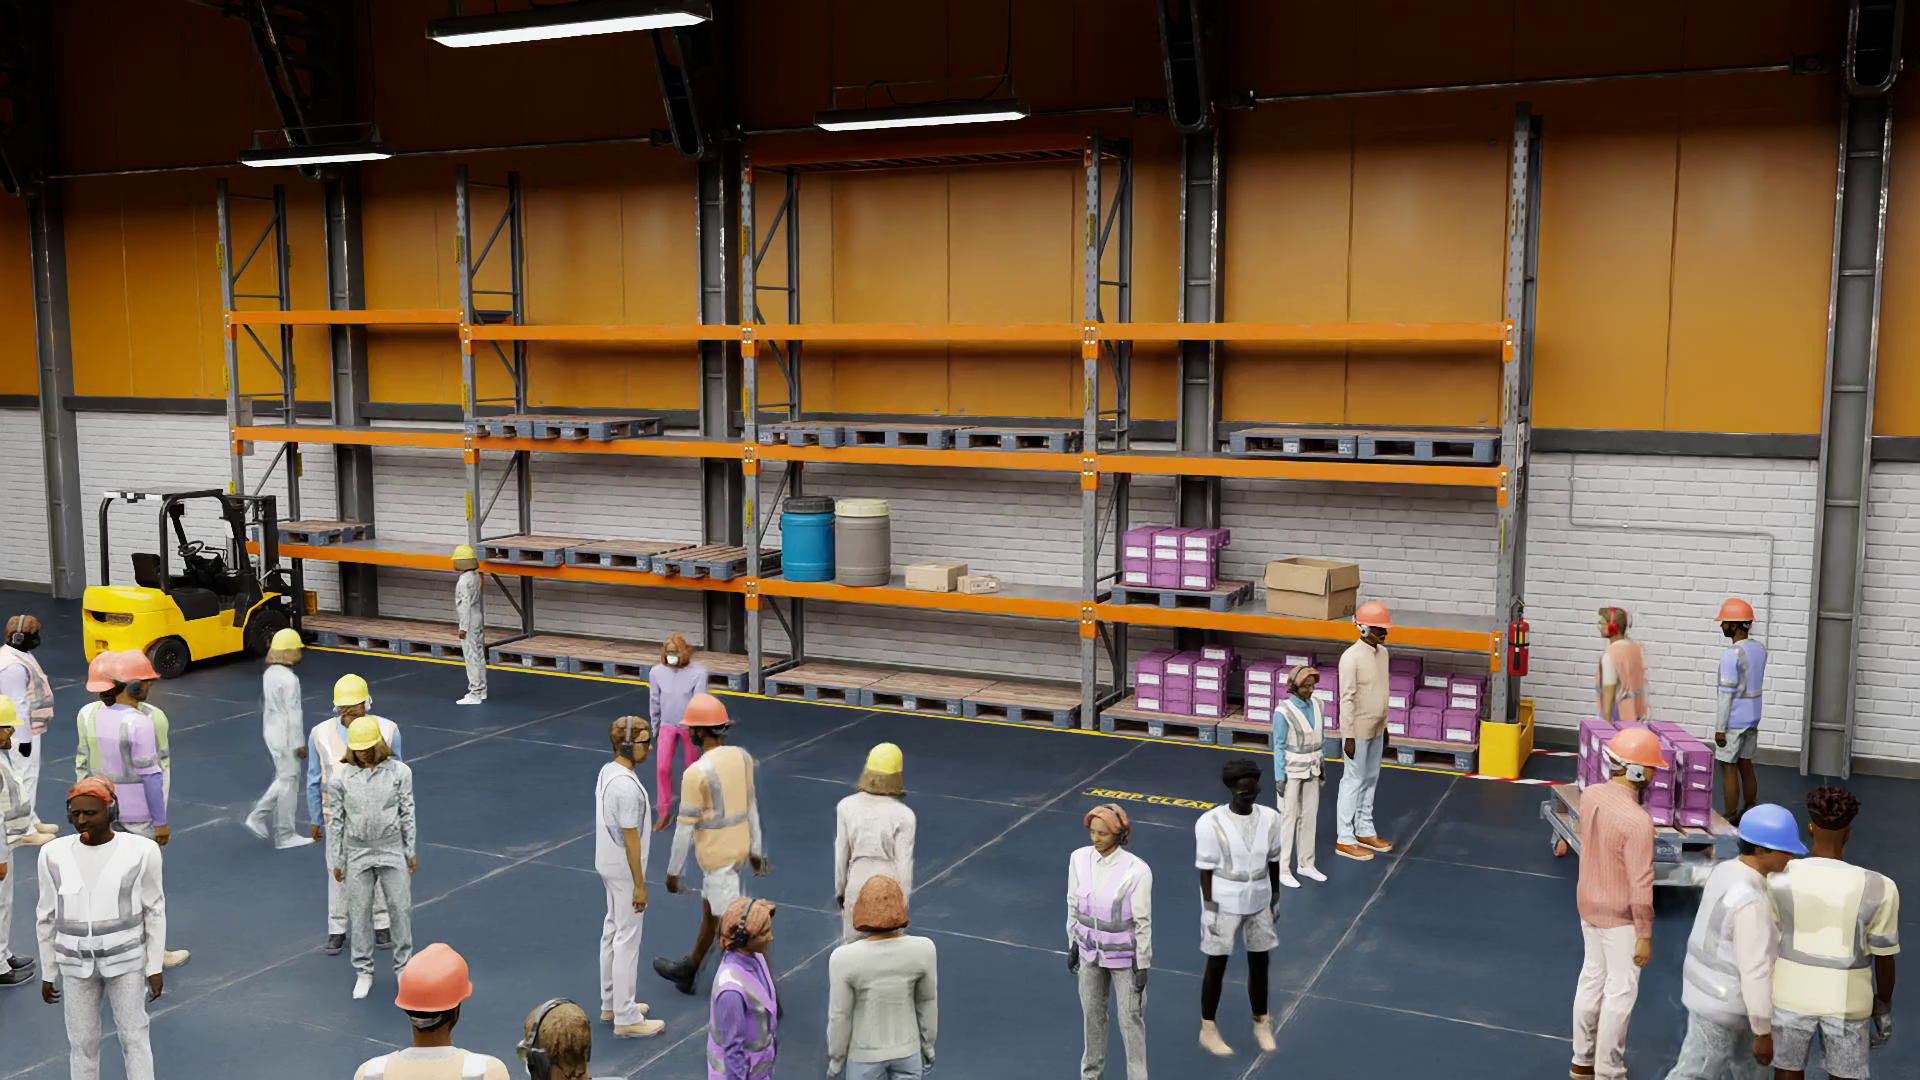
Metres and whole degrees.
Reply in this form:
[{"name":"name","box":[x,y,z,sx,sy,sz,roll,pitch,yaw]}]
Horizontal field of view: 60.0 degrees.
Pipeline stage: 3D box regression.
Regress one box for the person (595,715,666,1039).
[{"name":"person","box":[-1.916,1.915,9.539,0.325,1.842,0.513,-3,8,-27]}]

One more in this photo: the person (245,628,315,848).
[{"name":"person","box":[-5.290,1.556,12.994,0.427,1.734,0.496,-6,9,-40]}]

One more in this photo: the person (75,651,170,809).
[{"name":"person","box":[-5.321,1.699,10.546,0.605,2.035,0.384,1,7,6]}]

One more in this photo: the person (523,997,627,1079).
[{"name":"person","box":[-1.232,2.393,5.262,0.381,1.929,0.635,4,8,27]}]

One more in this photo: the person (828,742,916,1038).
[{"name":"person","box":[-0.493,2.002,9.324,0.497,1.715,0.609,2,7,16]}]

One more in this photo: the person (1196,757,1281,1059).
[{"name":"person","box":[1.551,2.028,9.266,0.539,1.689,0.323,-2,7,-16]}]

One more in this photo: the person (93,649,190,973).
[{"name":"person","box":[-5.197,1.700,10.503,0.608,2.044,0.370,5,8,33]}]

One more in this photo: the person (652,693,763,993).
[{"name":"person","box":[-1.474,1.850,9.848,0.967,1.892,0.571,3,8,27]}]

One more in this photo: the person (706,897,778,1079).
[{"name":"person","box":[-0.925,2.315,7.112,0.319,1.631,0.524,0,7,2]}]

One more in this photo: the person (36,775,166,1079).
[{"name":"person","box":[-4.165,2.073,8.078,0.574,1.883,0.356,-1,7,-11]}]

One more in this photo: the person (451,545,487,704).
[{"name":"person","box":[-5.381,0.920,18.178,0.319,1.741,0.492,0,7,1]}]

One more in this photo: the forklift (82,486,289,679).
[{"name":"forklift","box":[-9.426,0.454,20.179,1.214,2.155,2.313,3,8,26]}]

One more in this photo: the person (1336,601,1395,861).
[{"name":"person","box":[3.131,1.453,12.793,0.399,1.988,0.615,6,9,43]}]

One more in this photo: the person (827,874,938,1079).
[{"name":"person","box":[-0.342,2.283,7.360,0.507,1.631,0.272,-3,7,-20]}]

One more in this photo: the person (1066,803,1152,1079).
[{"name":"person","box":[0.769,2.144,8.533,0.513,1.630,0.318,6,9,40]}]

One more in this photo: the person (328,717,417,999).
[{"name":"person","box":[-3.546,1.909,10.061,0.495,1.727,0.324,-2,7,-18]}]

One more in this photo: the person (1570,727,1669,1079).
[{"name":"person","box":[3.451,1.950,8.702,0.407,1.981,0.626,-1,7,-8]}]

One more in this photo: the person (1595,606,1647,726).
[{"name":"person","box":[5.322,1.445,13.494,0.573,1.827,0.442,-6,9,-42]}]

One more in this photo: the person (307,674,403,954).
[{"name":"person","box":[-3.921,1.767,10.812,0.600,1.829,0.404,-2,7,-18]}]

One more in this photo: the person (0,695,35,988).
[{"name":"person","box":[-5.930,1.846,10.223,0.403,1.818,0.604,-5,8,-34]}]

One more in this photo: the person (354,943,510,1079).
[{"name":"person","box":[-1.772,2.333,5.696,0.542,1.939,0.361,0,7,-2]}]

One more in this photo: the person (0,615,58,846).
[{"name":"person","box":[-7.367,1.492,13.103,0.429,1.831,0.639,-4,8,-28]}]

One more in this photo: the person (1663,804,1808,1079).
[{"name":"person","box":[3.519,2.124,7.668,1.035,1.893,0.649,2,7,18]}]

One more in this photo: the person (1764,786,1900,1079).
[{"name":"person","box":[3.926,2.089,7.602,0.614,1.963,0.362,3,8,23]}]

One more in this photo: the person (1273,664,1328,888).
[{"name":"person","box":[2.466,1.709,12.123,0.527,1.630,0.314,-6,9,-38]}]

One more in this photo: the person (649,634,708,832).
[{"name":"person","box":[-2.286,1.556,13.491,0.509,1.599,0.677,0,7,3]}]

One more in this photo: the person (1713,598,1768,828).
[{"name":"person","box":[6.175,1.424,13.275,0.546,1.930,0.380,-5,9,-36]}]
